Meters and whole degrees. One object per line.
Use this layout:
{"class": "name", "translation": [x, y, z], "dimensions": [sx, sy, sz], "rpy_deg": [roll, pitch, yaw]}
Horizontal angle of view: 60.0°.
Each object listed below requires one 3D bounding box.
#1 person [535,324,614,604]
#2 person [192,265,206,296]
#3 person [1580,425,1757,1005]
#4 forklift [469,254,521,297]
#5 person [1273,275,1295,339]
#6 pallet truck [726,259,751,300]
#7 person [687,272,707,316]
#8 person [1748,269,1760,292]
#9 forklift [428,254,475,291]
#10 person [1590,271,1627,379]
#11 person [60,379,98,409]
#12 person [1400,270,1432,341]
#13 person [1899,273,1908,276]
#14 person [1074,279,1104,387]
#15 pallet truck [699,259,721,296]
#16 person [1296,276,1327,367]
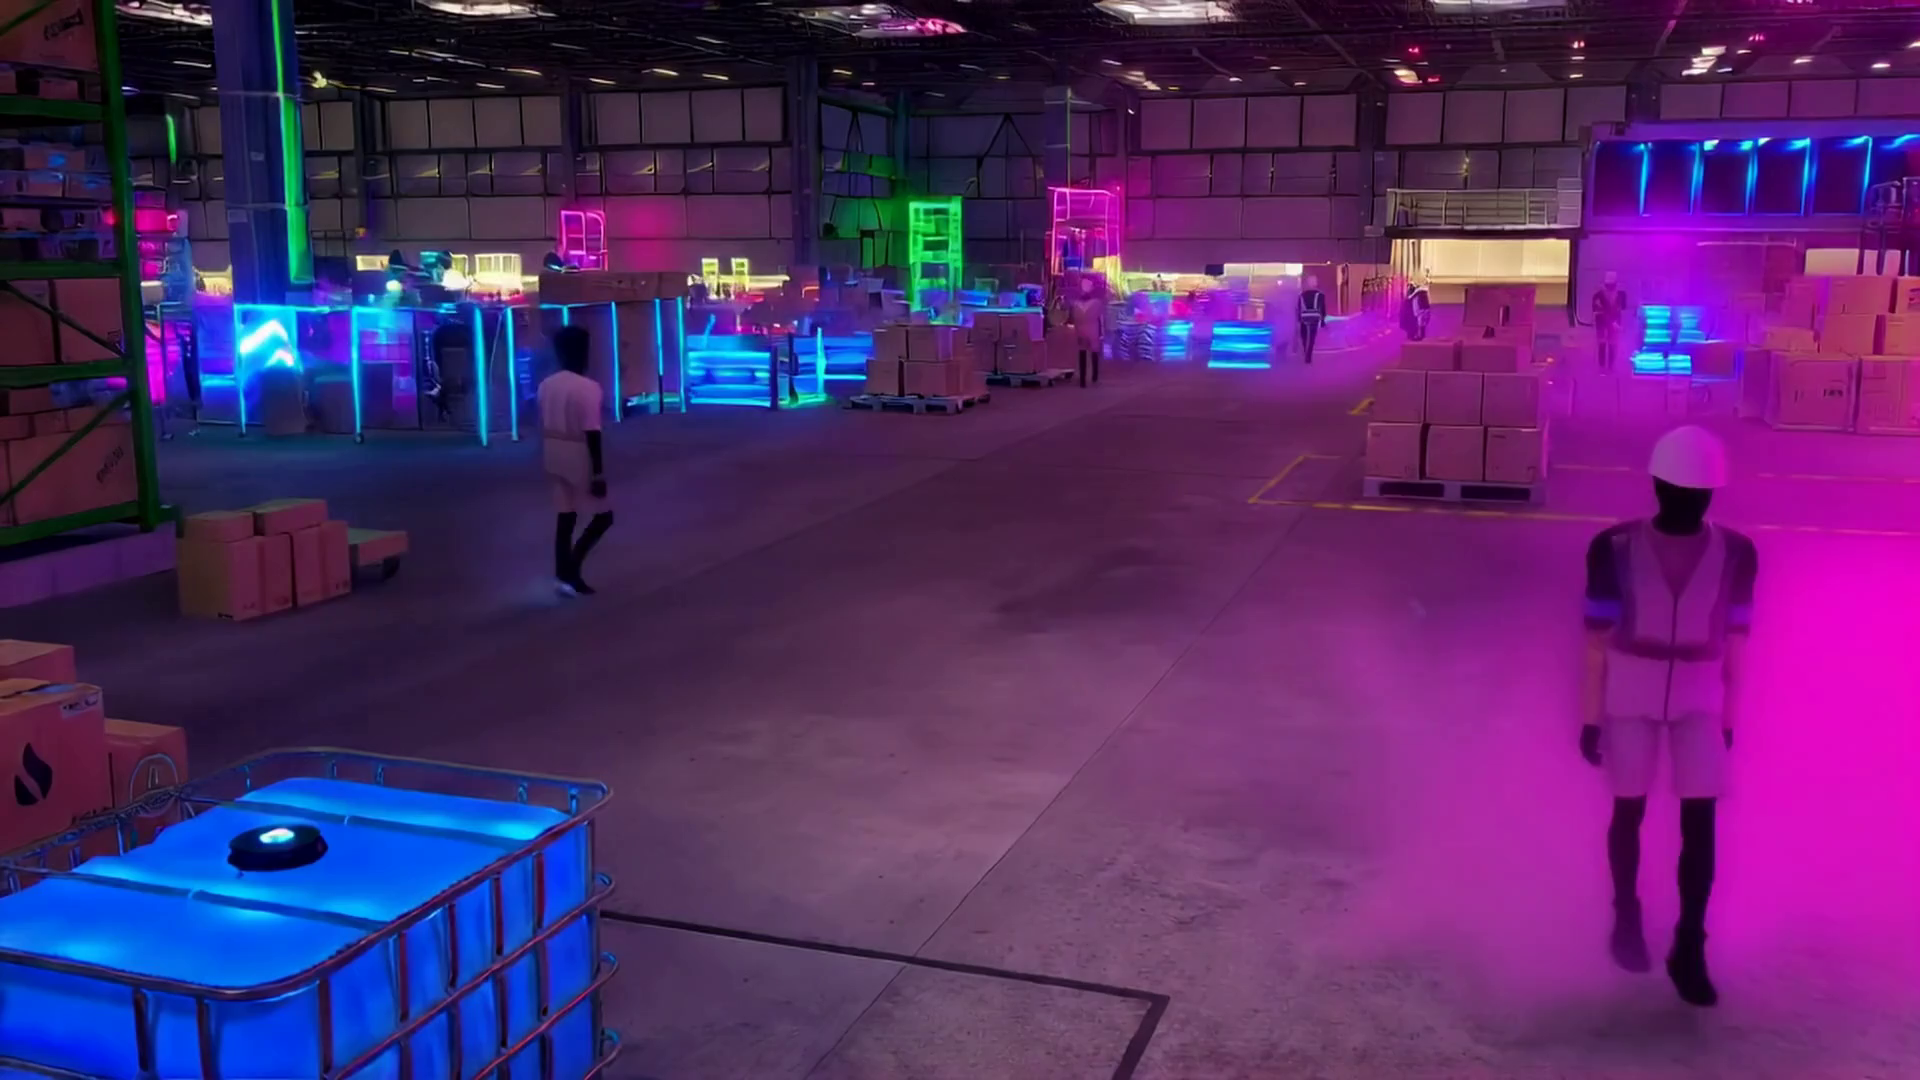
{"class": "person", "translation": [-2.671, -0.518, 11.583], "dimensions": [0.646, 1.952, 0.412], "rpy_deg": [8, 13, 38]}
{"class": "person", "translation": [-28.205, -9.278, 61.454], "dimensions": [0.611, 1.770, 0.972], "rpy_deg": [4, 11, 21]}
{"class": "person", "translation": [2.356, 0.579, 5.551], "dimensions": [0.550, 1.914, 0.722], "rpy_deg": [3, 10, 15]}
{"class": "forklift", "translation": [-17.990, -10.121, 64.684], "dimensions": [1.157, 1.987, 2.680], "rpy_deg": [3, 11, 17]}
{"class": "person", "translation": [8.612, -6.205, 44.290], "dimensions": [0.569, 1.701, 0.853], "rpy_deg": [7, 12, 33]}
{"class": "pallet truck", "translation": [-7.986, -9.493, 62.019], "dimensions": [0.823, 1.965, 1.885], "rpy_deg": [3, 11, 17]}
{"class": "person", "translation": [-6.605, -5.791, 41.693], "dimensions": [0.506, 1.815, 1.018], "rpy_deg": [0, 10, 2]}
{"class": "person", "translation": [27.650, -8.729, 58.016], "dimensions": [0.645, 1.887, 0.554], "rpy_deg": [-4, 11, -23]}
{"class": "forklift", "translation": [-20.133, -10.254, 65.465], "dimensions": [1.157, 1.987, 2.680], "rpy_deg": [3, 11, 19]}
{"class": "person", "translation": [12.083, -3.991, 31.004], "dimensions": [0.642, 2.001, 1.001], "rpy_deg": [3, 11, 18]}
{"class": "person", "translation": [-11.187, -2.046, 20.962], "dimensions": [0.669, 1.676, 0.533], "rpy_deg": [5, 11, 25]}
{"class": "person", "translation": [8.364, -3.933, 30.584], "dimensions": [0.537, 2.000, 0.682], "rpy_deg": [0, 10, 0]}
{"class": "person", "translation": [19.682, -4.685, 35.189], "dimensions": [0.650, 1.910, 0.730], "rpy_deg": [-2, 10, -10]}
{"class": "person", "translation": [2.302, -3.675, 29.525], "dimensions": [0.548, 1.897, 0.881], "rpy_deg": [3, 10, 15]}
{"class": "pallet truck", "translation": [-9.165, -9.627, 62.776], "dimensions": [0.823, 1.965, 1.885], "rpy_deg": [4, 11, 23]}
{"class": "person", "translation": [7.285, -4.503, 34.339], "dimensions": [0.572, 1.841, 0.922], "rpy_deg": [7, 12, 33]}
